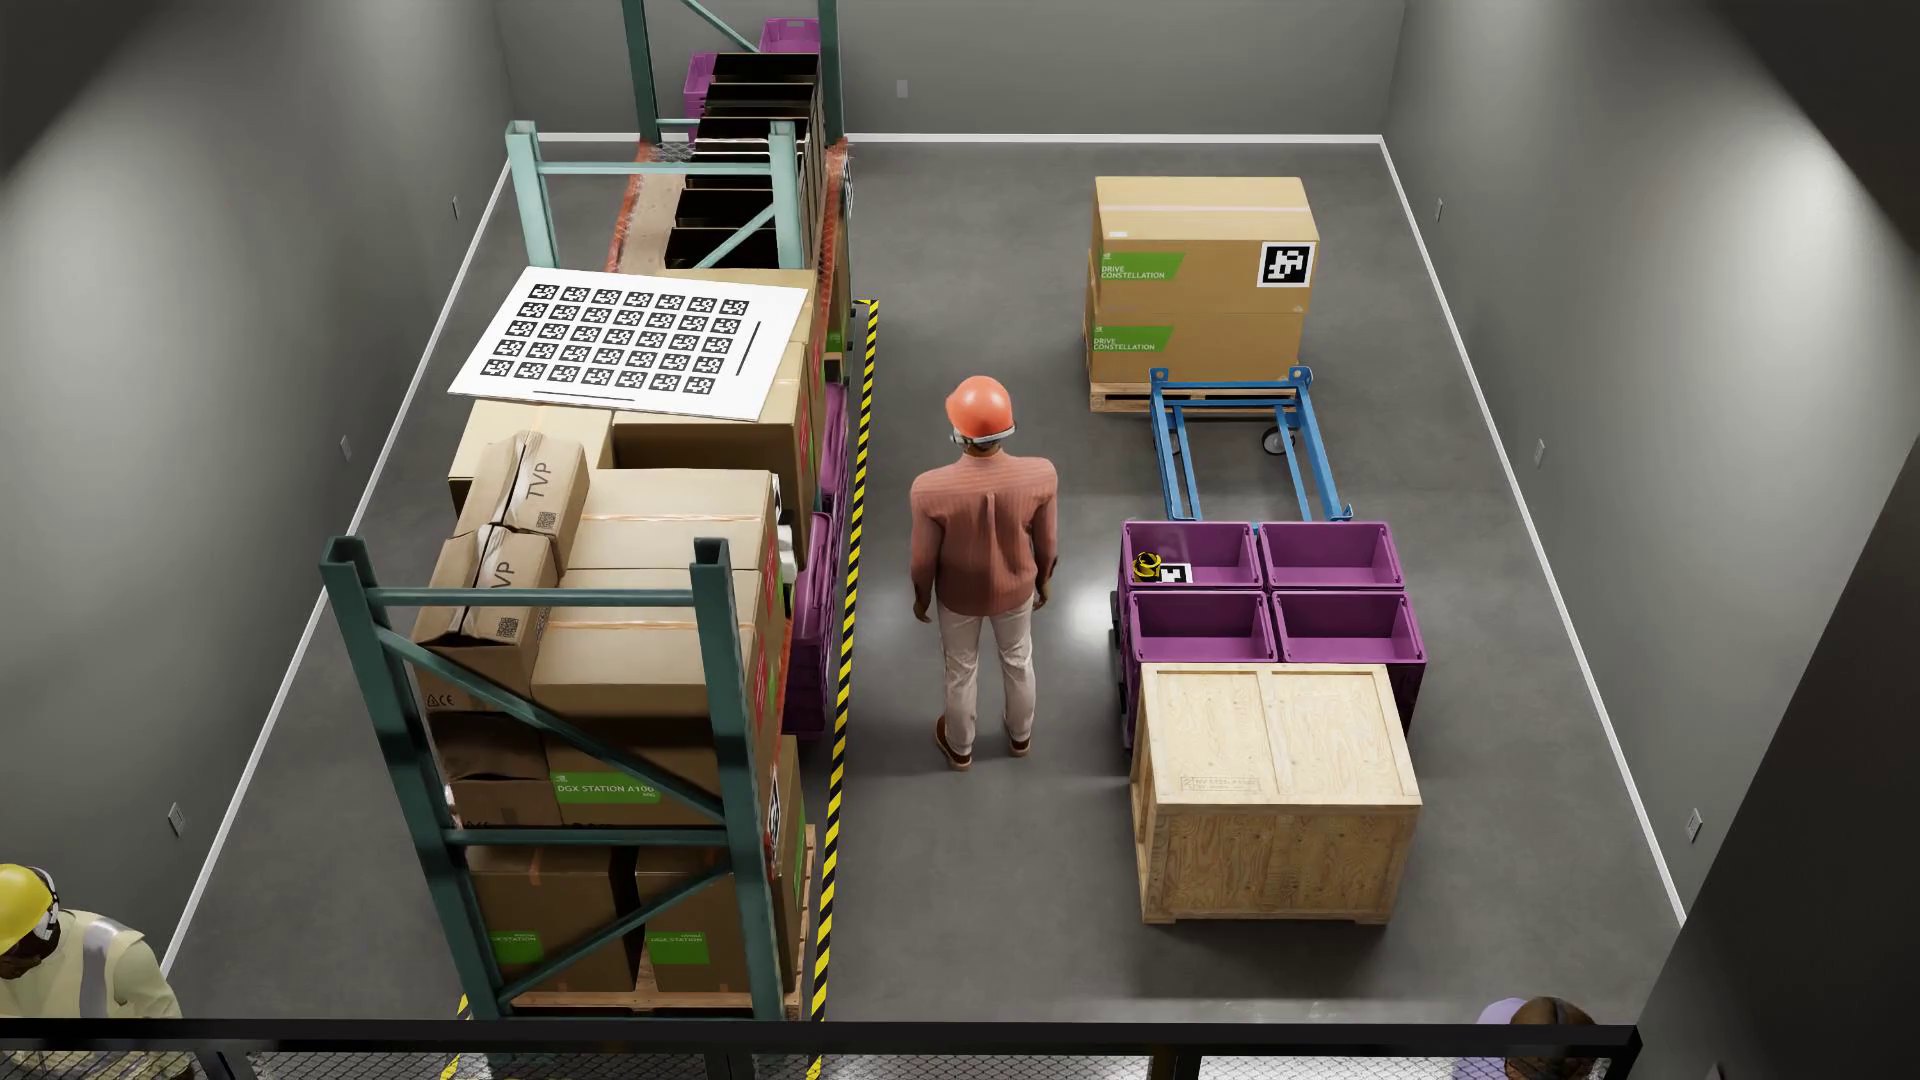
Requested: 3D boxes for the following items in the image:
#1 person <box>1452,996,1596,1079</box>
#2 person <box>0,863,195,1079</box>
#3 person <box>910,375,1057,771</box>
[{"bbox_3d":[1.529,1.942,4.901,0.370,1.938,0.631,11,42,12],"label":"person"},{"bbox_3d":[-2.759,1.647,5.314,0.596,1.832,0.404,1,41,2],"label":"person"},{"bbox_3d":[0.091,0.168,6.879,0.612,1.996,0.386,-8,42,-9],"label":"person"}]
